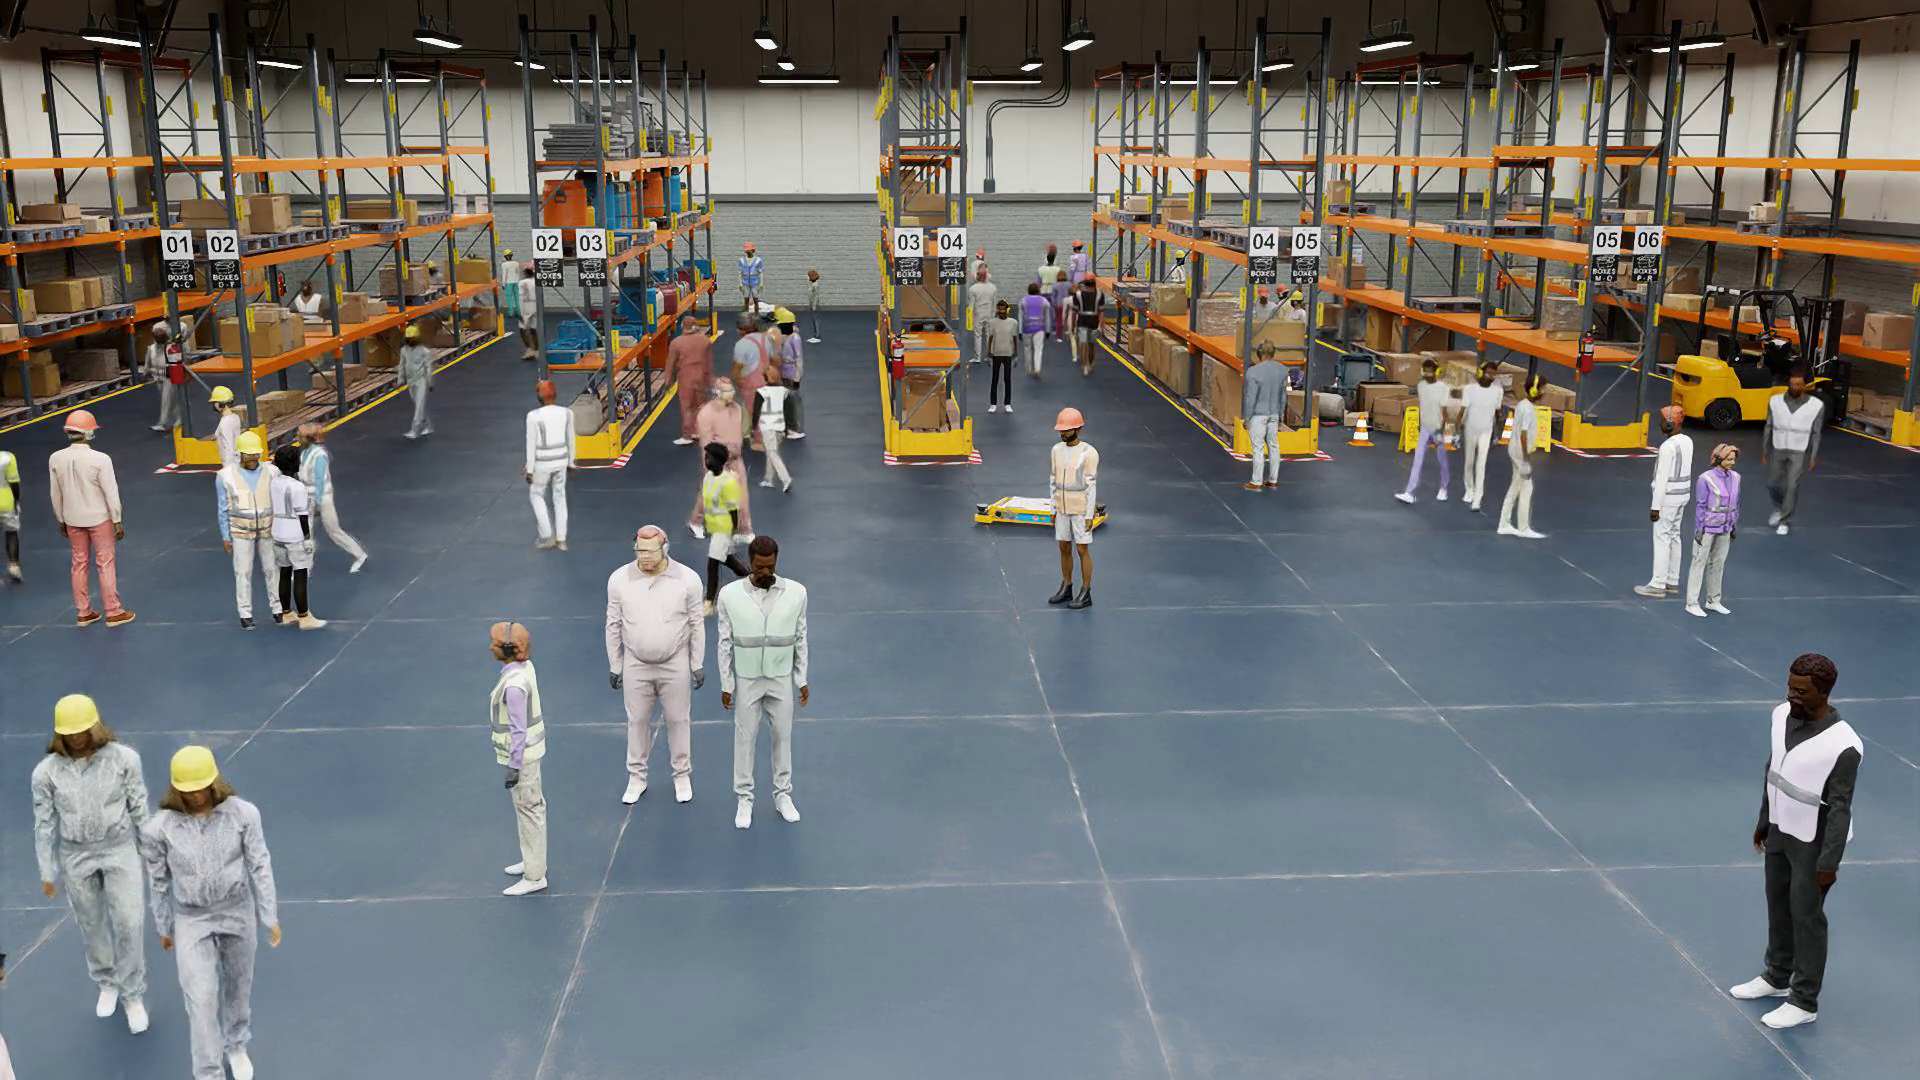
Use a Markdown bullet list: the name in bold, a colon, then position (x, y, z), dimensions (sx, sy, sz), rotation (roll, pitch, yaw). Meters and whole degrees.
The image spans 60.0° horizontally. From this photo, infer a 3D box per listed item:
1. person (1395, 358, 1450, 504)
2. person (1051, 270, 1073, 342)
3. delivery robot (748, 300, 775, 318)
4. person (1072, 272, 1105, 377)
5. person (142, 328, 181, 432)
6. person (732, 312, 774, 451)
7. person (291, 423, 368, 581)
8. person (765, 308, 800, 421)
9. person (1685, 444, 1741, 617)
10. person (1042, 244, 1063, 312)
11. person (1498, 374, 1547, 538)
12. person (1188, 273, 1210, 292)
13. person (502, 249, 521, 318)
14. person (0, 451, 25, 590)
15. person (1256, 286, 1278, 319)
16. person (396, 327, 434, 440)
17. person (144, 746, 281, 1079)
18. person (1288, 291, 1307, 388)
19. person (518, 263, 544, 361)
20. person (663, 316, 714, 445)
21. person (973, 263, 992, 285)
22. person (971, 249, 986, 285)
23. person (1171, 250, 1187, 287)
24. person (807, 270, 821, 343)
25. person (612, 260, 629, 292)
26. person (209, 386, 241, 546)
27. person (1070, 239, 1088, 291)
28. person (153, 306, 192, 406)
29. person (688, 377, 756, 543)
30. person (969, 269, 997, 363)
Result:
- **person**: position (5.788, -1.332, 20.412), dimensions (1.004, 1.803, 0.543), rotation (-12, 18, -41)
- **person**: position (2.291, -5.264, 37.445), dimensions (0.517, 1.621, 0.360), rotation (-1, 13, -6)
- **delivery robot**: position (-5.032, -5.809, 41.858), dimensions (0.707, 0.478, 0.477), rotation (-6, 14, -23)
- **person**: position (2.456, -4.139, 31.921), dimensions (0.623, 1.994, 1.032), rotation (1, 13, 3)
- **person**: position (-12.367, -2.487, 25.802), dimensions (0.500, 1.580, 0.908), rotation (4, 14, 15)
- **person**: position (-3.026, -2.302, 24.021), dimensions (0.635, 2.000, 0.688), rotation (7, 15, 28)
- **person**: position (-6.482, -0.409, 16.928), dimensions (0.513, 1.610, 0.806), rotation (12, 18, 42)
- **person**: position (-2.852, -2.819, 26.663), dimensions (0.595, 1.840, 1.071), rotation (-4, 14, -16)
- **person**: position (7.056, -0.094, 15.549), dimensions (0.513, 1.633, 0.311), rotation (-6, 14, -23)
- **person**: position (2.404, -6.883, 43.905), dimensions (0.833, 1.833, 0.604), rotation (7, 15, 29)
- **person**: position (6.345, -0.942, 18.674), dimensions (0.421, 1.865, 0.553), rotation (2, 13, 9)
- **person**: position (5.717, -5.893, 39.926), dimensions (0.522, 1.726, 0.888), rotation (1, 13, 2)
- **person**: position (-11.572, -6.600, 42.829), dimensions (0.323, 1.764, 0.524), rotation (10, 17, 37)
- **person**: position (-9.580, -0.336, 16.462), dimensions (0.537, 1.683, 0.379), rotation (-7, 15, -28)
- **person**: position (5.769, -3.974, 31.718), dimensions (0.572, 1.748, 0.342), rotation (2, 13, 7)
- **person**: position (-8.222, -2.371, 25.082), dimensions (0.486, 1.690, 0.940), rotation (4, 14, 16)
- **person**: position (-3.356, 1.753, 7.530), dimensions (0.503, 1.710, 0.771), rotation (-8, 15, -30)
- **person**: position (6.110, -3.650, 30.318), dimensions (0.315, 1.769, 0.523), rotation (-4, 14, -18)
- **person**: position (-8.817, -4.692, 34.244), dimensions (0.527, 1.994, 0.663), rotation (11, 17, 39)
- **person**: position (-4.050, -2.374, 24.674), dimensions (0.742, 1.875, 0.640), rotation (-7, 15, -28)
- **person**: position (0.533, -5.899, 40.207), dimensions (0.527, 1.599, 0.871), rotation (-4, 14, -15)
- **person**: position (0.513, -6.637, 43.004), dimensions (0.339, 1.748, 0.564), rotation (-10, 16, -35)
- **person**: position (5.203, -5.922, 39.593), dimensions (0.356, 1.930, 0.592), rotation (6, 15, 25)
- **person**: position (-3.291, -5.259, 37.419), dimensions (0.285, 1.633, 0.497), rotation (-4, 14, -16)
- **person**: position (-7.614, -5.445, 37.467), dimensions (0.414, 1.985, 0.611), rotation (-2, 13, -8)
- **person**: position (-8.024, -0.813, 18.301), dimensions (0.330, 1.767, 0.528), rotation (-2, 14, -10)
- **person**: position (2.972, -6.601, 42.225), dimensions (0.373, 2.043, 0.615), rotation (12, 18, 42)
- **person**: position (-13.287, -3.120, 28.090), dimensions (0.565, 1.755, 0.323), rotation (-12, 18, -41)
- **person**: position (-2.654, -0.890, 18.412), dimensions (0.973, 1.864, 0.655), rotation (11, 17, 38)
- **person**: position (0.430, -4.557, 33.861), dimensions (0.641, 1.909, 0.409), rotation (-8, 15, -29)
